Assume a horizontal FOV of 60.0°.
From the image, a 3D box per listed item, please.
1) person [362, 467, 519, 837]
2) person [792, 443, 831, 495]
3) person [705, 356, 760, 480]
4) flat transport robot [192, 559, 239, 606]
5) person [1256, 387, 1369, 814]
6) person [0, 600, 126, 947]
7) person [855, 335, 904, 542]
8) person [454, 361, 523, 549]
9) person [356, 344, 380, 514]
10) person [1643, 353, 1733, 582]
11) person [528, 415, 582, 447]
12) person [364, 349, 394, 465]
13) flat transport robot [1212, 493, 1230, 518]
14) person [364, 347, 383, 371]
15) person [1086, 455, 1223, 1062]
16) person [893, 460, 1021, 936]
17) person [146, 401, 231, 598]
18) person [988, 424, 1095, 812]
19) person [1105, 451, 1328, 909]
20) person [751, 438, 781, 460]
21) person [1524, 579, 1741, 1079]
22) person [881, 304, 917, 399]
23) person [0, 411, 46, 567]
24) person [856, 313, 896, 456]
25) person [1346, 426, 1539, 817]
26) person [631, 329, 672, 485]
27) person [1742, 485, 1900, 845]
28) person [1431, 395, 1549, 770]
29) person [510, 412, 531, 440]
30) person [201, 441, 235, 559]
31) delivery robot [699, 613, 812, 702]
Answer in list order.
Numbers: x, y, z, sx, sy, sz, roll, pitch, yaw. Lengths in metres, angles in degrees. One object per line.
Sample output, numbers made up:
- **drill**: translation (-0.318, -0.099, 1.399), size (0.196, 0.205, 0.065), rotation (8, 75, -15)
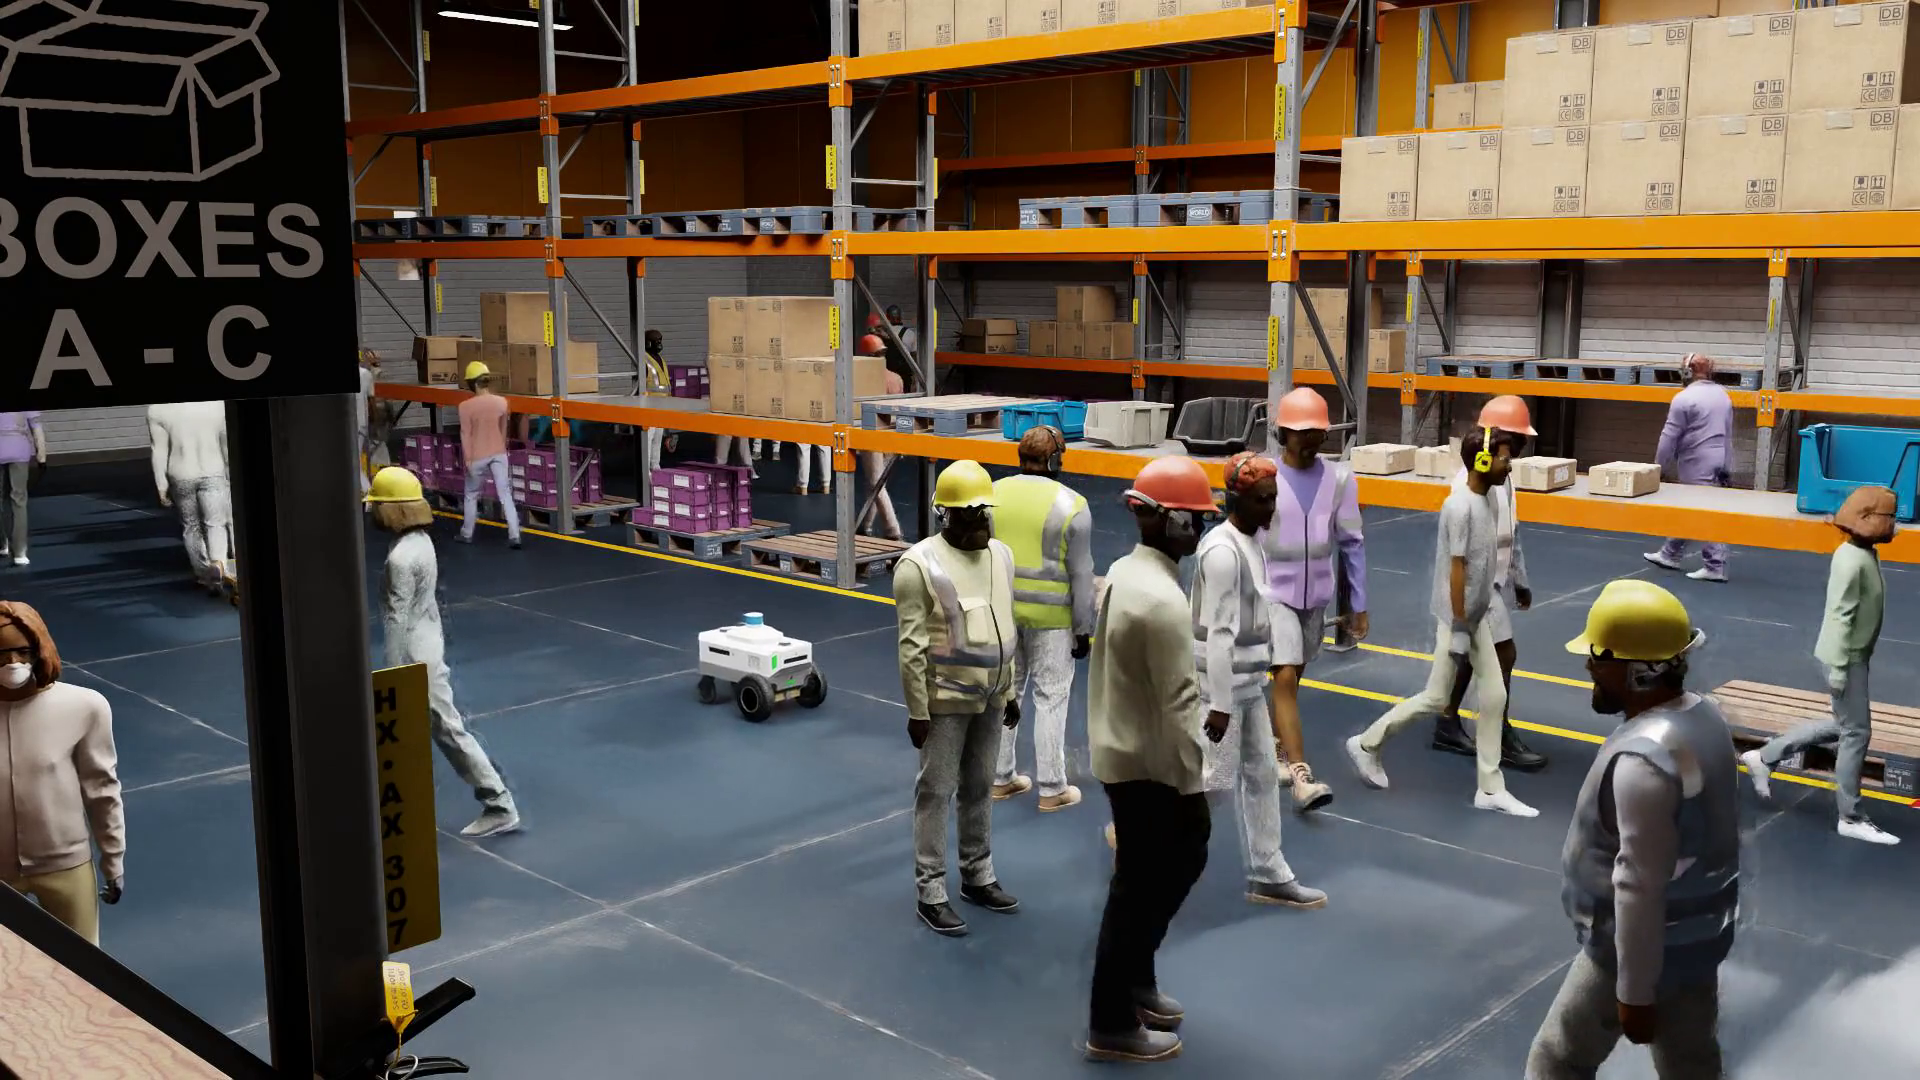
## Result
- **person**: translation (-2.420, 0.515, 7.401), size (0.891, 1.698, 0.501), rotation (-2, 9, -12)
- **person**: translation (-1.699, -1.425, 18.862), size (0.627, 1.844, 0.429), rotation (-5, 10, -27)
- **person**: translation (-2.747, -1.622, 20.043), size (0.411, 1.866, 0.688), rotation (7, 11, 35)
- **flat transport robot**: translation (-5.479, 0.306, 13.048), size (0.652, 0.197, 1.431), rotation (-8, 12, -39)
- **person**: translation (1.641, 0.284, 7.890), size (0.632, 1.992, 1.041), rotation (-2, 9, -12)
- **person**: translation (-2.697, 0.971, 4.833), size (0.499, 1.628, 0.278), rotation (-4, 10, -25)
- **person**: translation (-0.809, -0.916, 15.393), size (0.847, 1.960, 0.640), rotation (8, 12, 39)
- **person**: translation (-4.343, -0.773, 15.229), size (0.522, 1.726, 0.905), rotation (-9, 13, -42)
- **person**: translation (-6.355, -1.199, 17.501), size (0.835, 1.841, 0.512), rotation (8, 12, 41)
- **person**: translation (6.036, -0.618, 13.845), size (0.650, 1.862, 0.926), rotation (-7, 11, -36)
- **person**: translation (-5.784, -2.171, 23.547), size (0.935, 1.796, 0.593), rotation (-8, 12, -40)
- **person**: translation (-6.946, -1.430, 19.583), size (0.518, 1.614, 0.703), rotation (7, 11, 35)
- **flat transport robot**: translation (2.920, -0.338, 16.998), size (1.431, 0.197, 0.652), rotation (4, 10, 21)
- **person**: translation (-7.450, -1.624, 20.830), size (0.519, 1.598, 0.851), rotation (1, 9, 4)
- **person**: translation (0.633, 0.714, 5.346), size (0.537, 1.966, 0.649), rotation (-1, 9, -3)
- **person**: translation (0.017, 0.598, 6.483), size (0.403, 1.833, 0.590), rotation (9, 13, 44)
- **person**: translation (-5.905, -0.472, 12.865), size (0.636, 1.898, 0.832), rotation (-5, 11, -28)
- **person**: translation (0.366, 0.369, 7.903), size (0.619, 1.836, 0.431), rotation (6, 11, 31)
- **person**: translation (1.028, 0.565, 6.593), size (0.807, 1.863, 0.605), rotation (4, 10, 23)
- **person**: translation (-2.601, -2.003, 22.268), size (0.573, 1.887, 0.356), rotation (1, 9, 6)
- **person**: translation (1.639, 0.979, 4.245), size (0.837, 1.793, 0.602), rotation (9, 13, 42)
- **person**: translation (-0.995, -2.485, 24.747), size (0.682, 2.000, 0.536), rotation (-2, 10, -14)
- **person**: translation (-8.331, -0.737, 14.529), size (0.605, 1.878, 0.937), rotation (-4, 10, -26)
- **person**: translation (-1.179, -2.126, 22.826), size (0.623, 1.967, 0.788), rotation (-9, 13, -43)
- **person**: translation (2.317, 0.368, 7.909), size (0.881, 1.834, 0.539), rotation (6, 11, 34)
- **person**: translation (-3.658, -1.586, 19.847), size (0.429, 1.842, 0.632), rotation (3, 10, 16)
- **person**: translation (3.948, 0.535, 7.533), size (0.624, 1.614, 0.506), rotation (7, 12, 36)
- **person**: translation (2.805, 0.219, 8.544), size (0.792, 1.909, 0.564), rotation (7, 11, 36)
- **person**: translation (-5.875, -2.024, 22.335), size (0.408, 1.905, 0.654), rotation (-6, 11, -32)
- **person**: translation (-6.175, -0.497, 13.813), size (0.508, 1.632, 0.273), rotation (-9, 13, -43)
- **delivery robot**: translation (-1.195, 0.666, 9.673), size (0.707, 0.478, 0.477), rotation (9, 13, 41)
